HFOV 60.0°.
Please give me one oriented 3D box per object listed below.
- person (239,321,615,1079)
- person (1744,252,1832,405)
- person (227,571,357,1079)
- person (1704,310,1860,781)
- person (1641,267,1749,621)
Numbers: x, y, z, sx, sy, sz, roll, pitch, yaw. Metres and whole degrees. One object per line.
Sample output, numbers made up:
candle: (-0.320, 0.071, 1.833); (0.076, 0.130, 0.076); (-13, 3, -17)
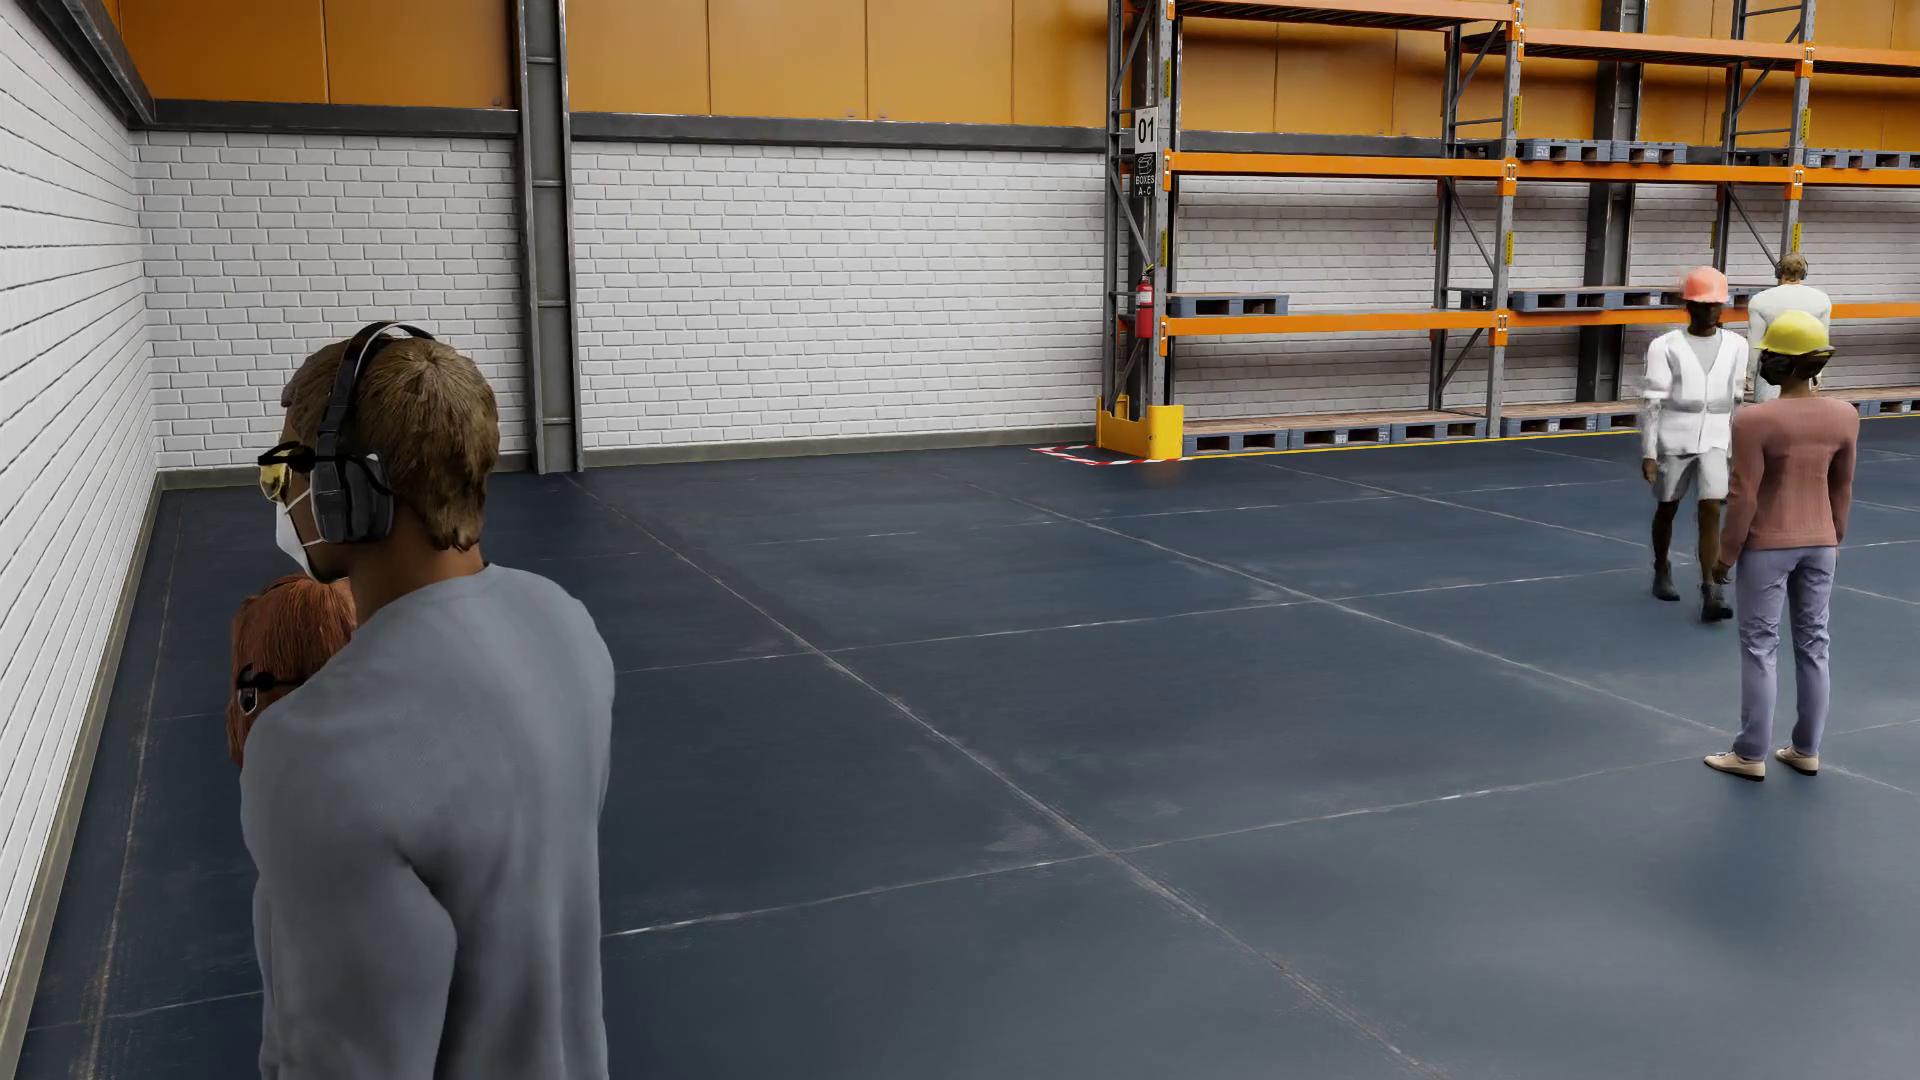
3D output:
person: (-0.581, 0.728, 1.885); (0.362, 1.939, 0.635); (1, 10, 8)
person: (6.731, -1.373, 13.597); (0.628, 1.940, 0.373); (2, 10, 12)
person: (-0.735, 0.840, 2.150); (0.286, 1.625, 0.497); (1, 10, 4)
person: (3.088, 0.029, 6.255); (0.523, 1.772, 0.304); (-2, 10, -12)
person: (3.994, -0.529, 9.057); (0.563, 1.879, 1.012); (1, 10, 6)
